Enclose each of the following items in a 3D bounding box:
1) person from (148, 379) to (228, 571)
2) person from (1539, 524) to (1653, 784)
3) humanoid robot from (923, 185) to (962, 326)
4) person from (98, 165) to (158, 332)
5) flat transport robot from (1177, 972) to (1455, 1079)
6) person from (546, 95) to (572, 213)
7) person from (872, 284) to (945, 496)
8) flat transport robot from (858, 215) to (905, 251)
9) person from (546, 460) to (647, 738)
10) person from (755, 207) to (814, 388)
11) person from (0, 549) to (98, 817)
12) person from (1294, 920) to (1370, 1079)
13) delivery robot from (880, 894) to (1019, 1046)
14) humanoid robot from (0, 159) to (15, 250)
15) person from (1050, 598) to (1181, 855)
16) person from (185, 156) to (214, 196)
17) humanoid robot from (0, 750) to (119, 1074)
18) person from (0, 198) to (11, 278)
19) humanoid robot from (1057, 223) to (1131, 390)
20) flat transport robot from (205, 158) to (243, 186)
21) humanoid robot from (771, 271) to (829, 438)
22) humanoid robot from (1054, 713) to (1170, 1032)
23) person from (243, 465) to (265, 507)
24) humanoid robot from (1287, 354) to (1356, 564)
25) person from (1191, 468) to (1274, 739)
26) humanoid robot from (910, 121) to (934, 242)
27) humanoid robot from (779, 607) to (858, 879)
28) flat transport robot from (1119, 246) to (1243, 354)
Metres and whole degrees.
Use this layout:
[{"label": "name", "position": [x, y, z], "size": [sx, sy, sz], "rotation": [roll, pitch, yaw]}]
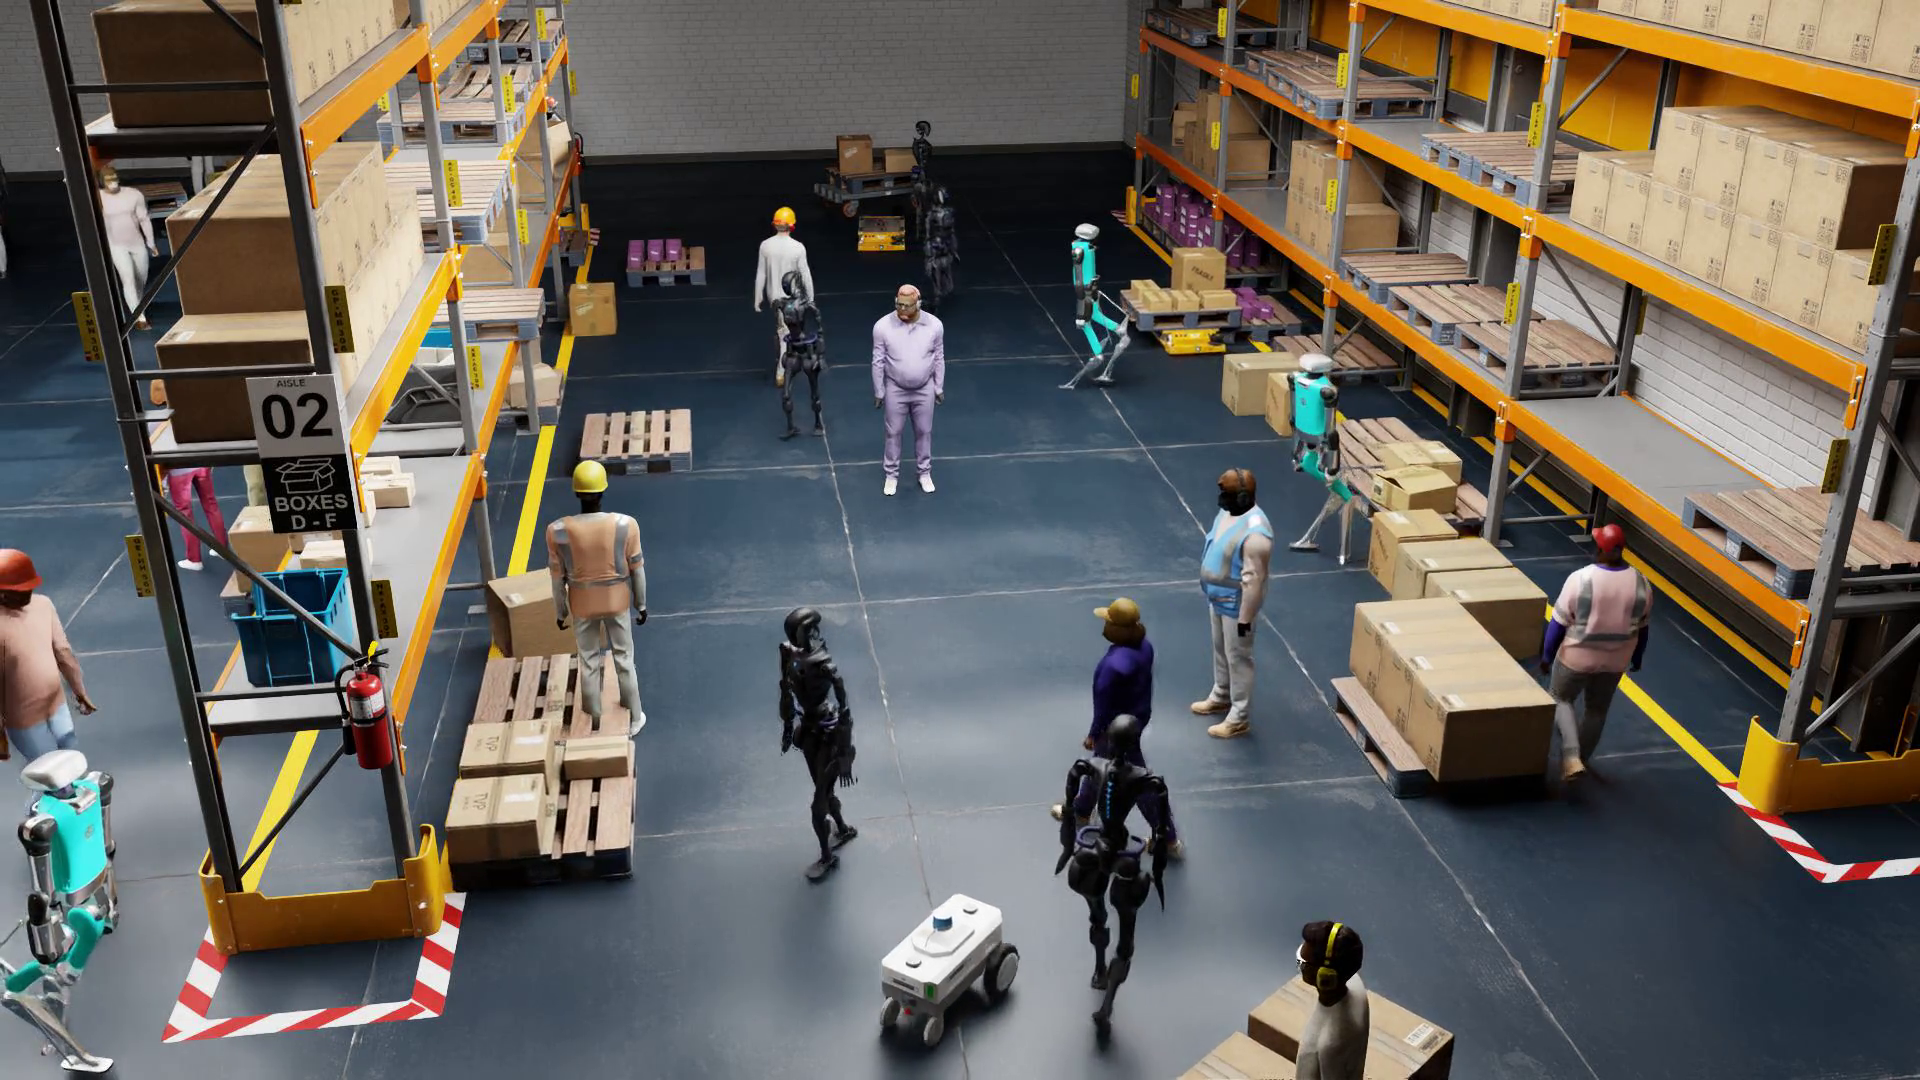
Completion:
[{"label": "person", "position": [-6.158, -0.544, 13.231], "size": [0.282, 1.628, 0.501], "rotation": [14, 27, 29]}, {"label": "person", "position": [3.894, 0.724, 10.196], "size": [0.622, 1.740, 0.551], "rotation": [2, 24, 4]}, {"label": "humanoid robot", "position": [-0.275, -3.360, 19.574], "size": [0.430, 1.644, 0.599], "rotation": [17, 29, 34]}, {"label": "person", "position": [-9.821, -3.467, 19.550], "size": [0.630, 1.910, 0.930], "rotation": [-19, 30, -37]}, {"label": "flat transport robot", "position": [1.394, 2.859, 7.164], "size": [1.431, 0.231, 0.659], "rotation": [22, 32, 40]}, {"label": "person", "position": [-6.126, -5.821, 25.101], "size": [0.344, 1.743, 0.562], "rotation": [-16, 28, -32]}, {"label": "person", "position": [-0.444, -1.316, 14.645], "size": [0.651, 1.903, 0.406], "rotation": [-4, 24, -9]}, {"label": "flat transport robot", "position": [-1.111, -4.354, 23.598], "size": [0.659, 0.231, 1.431], "rotation": [-1, 24, -2]}, {"label": "person", "position": [-2.315, 0.403, 10.698], "size": [0.592, 1.925, 0.364], "rotation": [-5, 24, -12]}, {"label": "person", "position": [-1.839, -2.625, 17.703], "size": [0.590, 1.835, 1.004], "rotation": [7, 25, 15]}, {"label": "person", "position": [-5.182, 0.952, 9.377], "size": [0.449, 1.971, 0.651], "rotation": [4, 24, 10]}, {"label": "person", "position": [1.397, 2.280, 6.494], "size": [0.310, 1.868, 0.528], "rotation": [8, 25, 17]}, {"label": "delivery robot", "position": [-0.076, 2.141, 8.468], "size": [0.499, 0.614, 0.818], "rotation": [15, 28, 30]}, {"label": "humanoid robot", "position": [-13.412, -4.823, 22.927], "size": [0.616, 1.639, 0.422], "rotation": [-10, 26, -22]}, {"label": "person", "position": [0.946, 1.066, 9.609], "size": [0.847, 1.584, 0.457], "rotation": [11, 26, 24]}, {"label": "person", "position": [-11.610, -5.984, 25.371], "size": [0.430, 1.833, 0.635], "rotation": [6, 25, 14]}, {"label": "humanoid robot", "position": [-4.301, 1.832, 7.805], "size": [0.798, 1.893, 0.551], "rotation": [4, 24, 8]}, {"label": "person", "position": [-12.519, -4.232, 21.269], "size": [0.507, 1.922, 0.839], "rotation": [-10, 26, -22]}, {"label": "humanoid robot", "position": [1.465, -2.377, 17.308], "size": [0.848, 1.806, 0.561], "rotation": [8, 25, 18]}, {"label": "flat transport robot", "position": [-10.489, -4.986, 25.036], "size": [1.431, 0.231, 0.659], "rotation": [13, 27, 28]}, {"label": "humanoid robot", "position": [-1.523, -1.772, 15.962], "size": [0.601, 1.642, 0.518], "rotation": [9, 25, 20]}, {"label": "humanoid robot", "position": [0.718, 1.638, 8.231], "size": [0.592, 1.633, 0.682], "rotation": [9, 25, 19]}, {"label": "person", "position": [-5.748, -0.808, 13.682], "size": [0.561, 1.743, 0.340], "rotation": [-9, 25, -20]}, {"label": "humanoid robot", "position": [2.997, -0.665, 13.365], "size": [0.783, 1.780, 0.558], "rotation": [-13, 27, -27]}, {"label": "person", "position": [1.771, 0.397, 10.828], "size": [0.429, 1.835, 0.625], "rotation": [-4, 24, -10]}, {"label": "humanoid robot", "position": [-0.535, -5.075, 23.474], "size": [0.315, 1.655, 0.599], "rotation": [2, 24, 4]}, {"label": "humanoid robot", "position": [-0.774, 1.100, 9.440], "size": [0.601, 1.643, 0.467], "rotation": [21, 32, 40]}, {"label": "flat transport robot", "position": [2.561, -2.447, 19.254], "size": [0.659, 0.231, 1.431], "rotation": [-3, 24, -8]}]
